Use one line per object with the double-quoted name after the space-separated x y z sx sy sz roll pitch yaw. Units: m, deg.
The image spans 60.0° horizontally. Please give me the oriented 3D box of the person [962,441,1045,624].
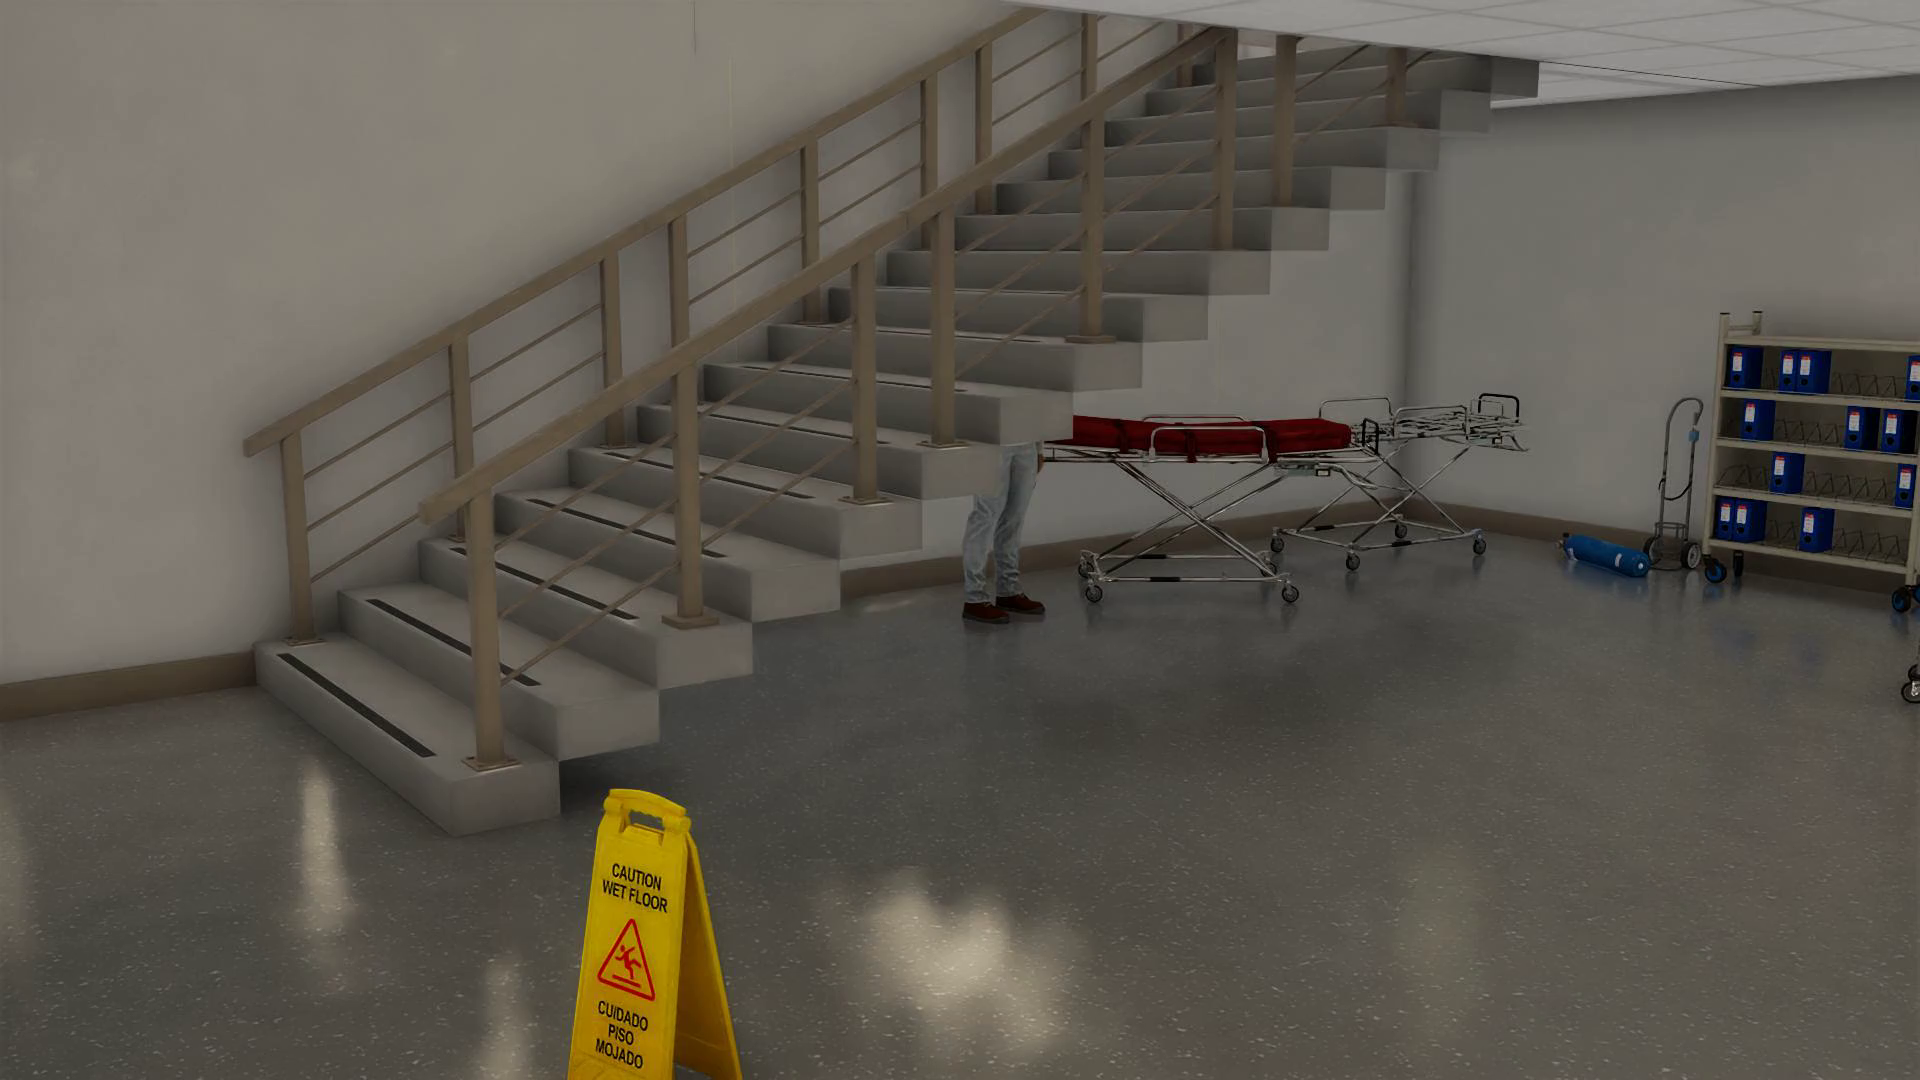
0.249 -0.510 9.109 0.371 1.932 0.628 8 13 39 "person"
